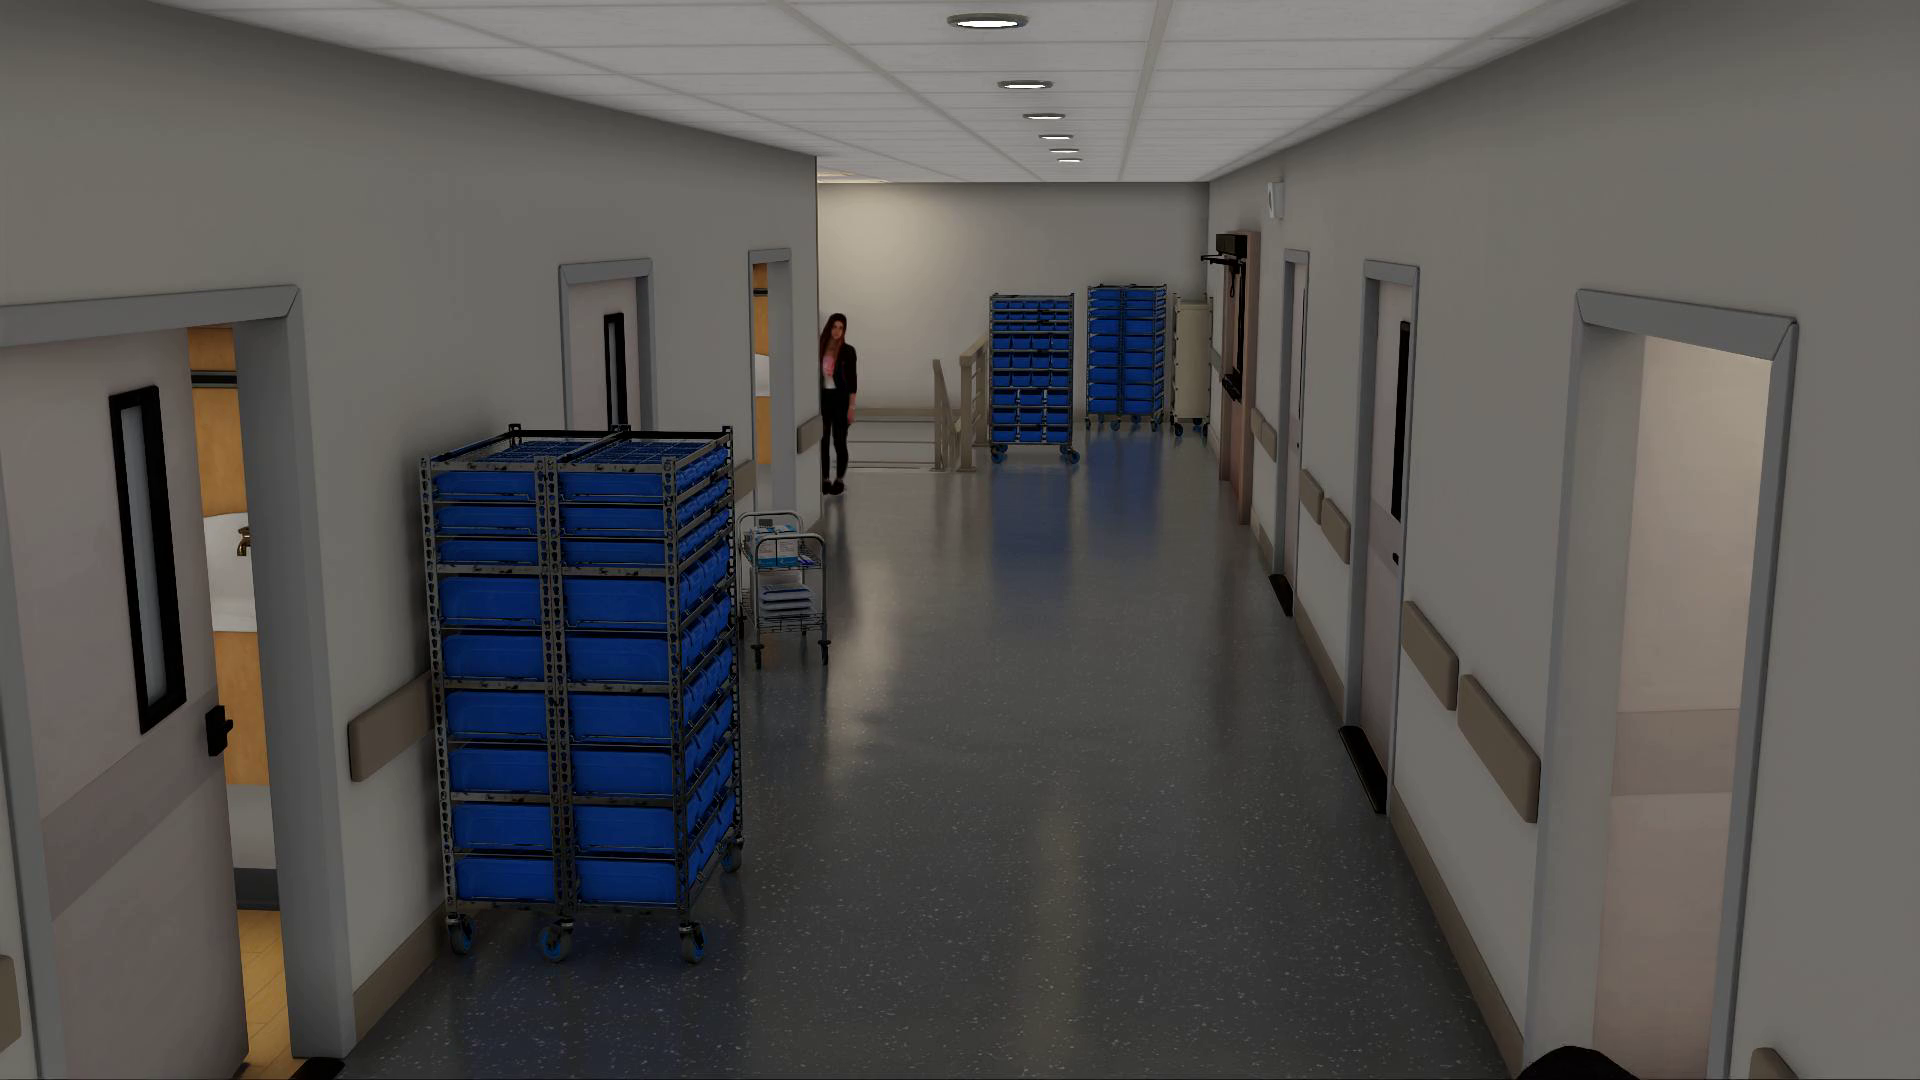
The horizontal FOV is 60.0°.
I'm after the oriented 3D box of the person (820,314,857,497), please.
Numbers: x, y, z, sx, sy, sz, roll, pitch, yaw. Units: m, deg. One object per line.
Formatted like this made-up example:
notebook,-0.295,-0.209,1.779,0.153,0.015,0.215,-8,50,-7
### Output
person,-1.153,-1.221,15.206,0.684,1.665,0.768,4,12,22
